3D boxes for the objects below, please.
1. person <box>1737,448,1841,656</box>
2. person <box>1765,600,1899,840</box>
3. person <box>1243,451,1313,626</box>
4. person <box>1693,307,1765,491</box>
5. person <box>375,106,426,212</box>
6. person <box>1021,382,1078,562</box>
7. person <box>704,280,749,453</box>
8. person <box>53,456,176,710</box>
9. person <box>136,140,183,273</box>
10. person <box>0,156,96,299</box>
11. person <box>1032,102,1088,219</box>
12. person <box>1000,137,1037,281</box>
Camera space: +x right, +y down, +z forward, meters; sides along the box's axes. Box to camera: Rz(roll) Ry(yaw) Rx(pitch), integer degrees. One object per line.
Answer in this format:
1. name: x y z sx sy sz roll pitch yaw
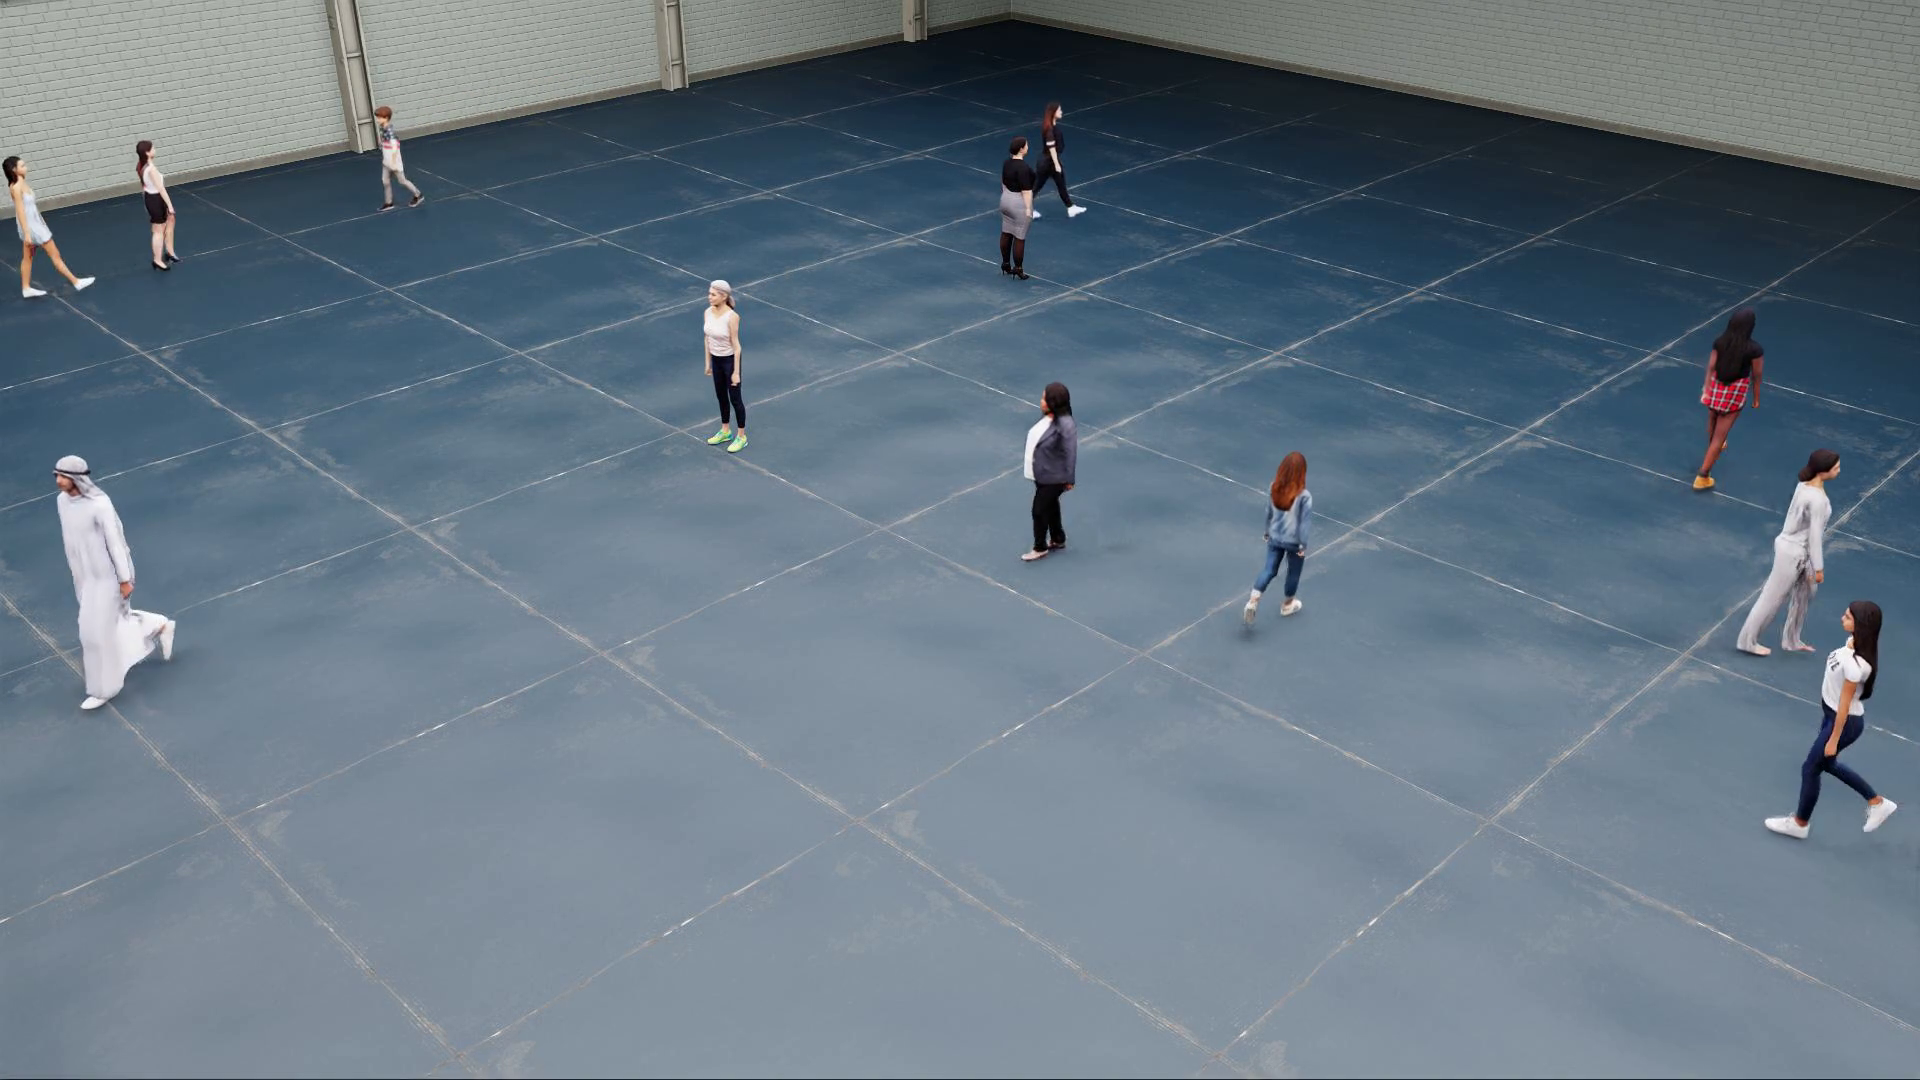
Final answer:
1. person: 6.242 0.108 12.637 0.880 1.750 0.868 8 29 15
2. person: 5.707 1.202 10.583 0.894 1.750 0.986 11 30 19
3. person: 2.526 0.022 13.110 0.595 1.457 0.907 23 36 36
4. person: 7.007 -1.257 15.277 1.139 1.678 0.631 -23 36 -37
5. person: -7.845 -5.316 23.172 0.878 1.421 0.550 -23 35 -36
6. person: 0.840 -0.591 14.131 0.860 1.581 0.816 -10 29 -17
7. person: -2.263 -1.702 16.087 0.618 1.702 0.546 21 35 35
8. person: -6.257 0.236 12.241 0.930 1.896 1.259 13 31 24
9. person: -10.108 -4.140 20.739 0.577 1.632 0.646 24 36 37
10. person: -11.195 -3.706 19.854 1.133 1.698 0.867 -11 30 -20
11. person: 1.127 -5.116 22.620 1.105 1.586 1.123 3 28 6
12. person: 0.689 -4.105 20.540 0.697 1.758 0.728 -16 32 -27
